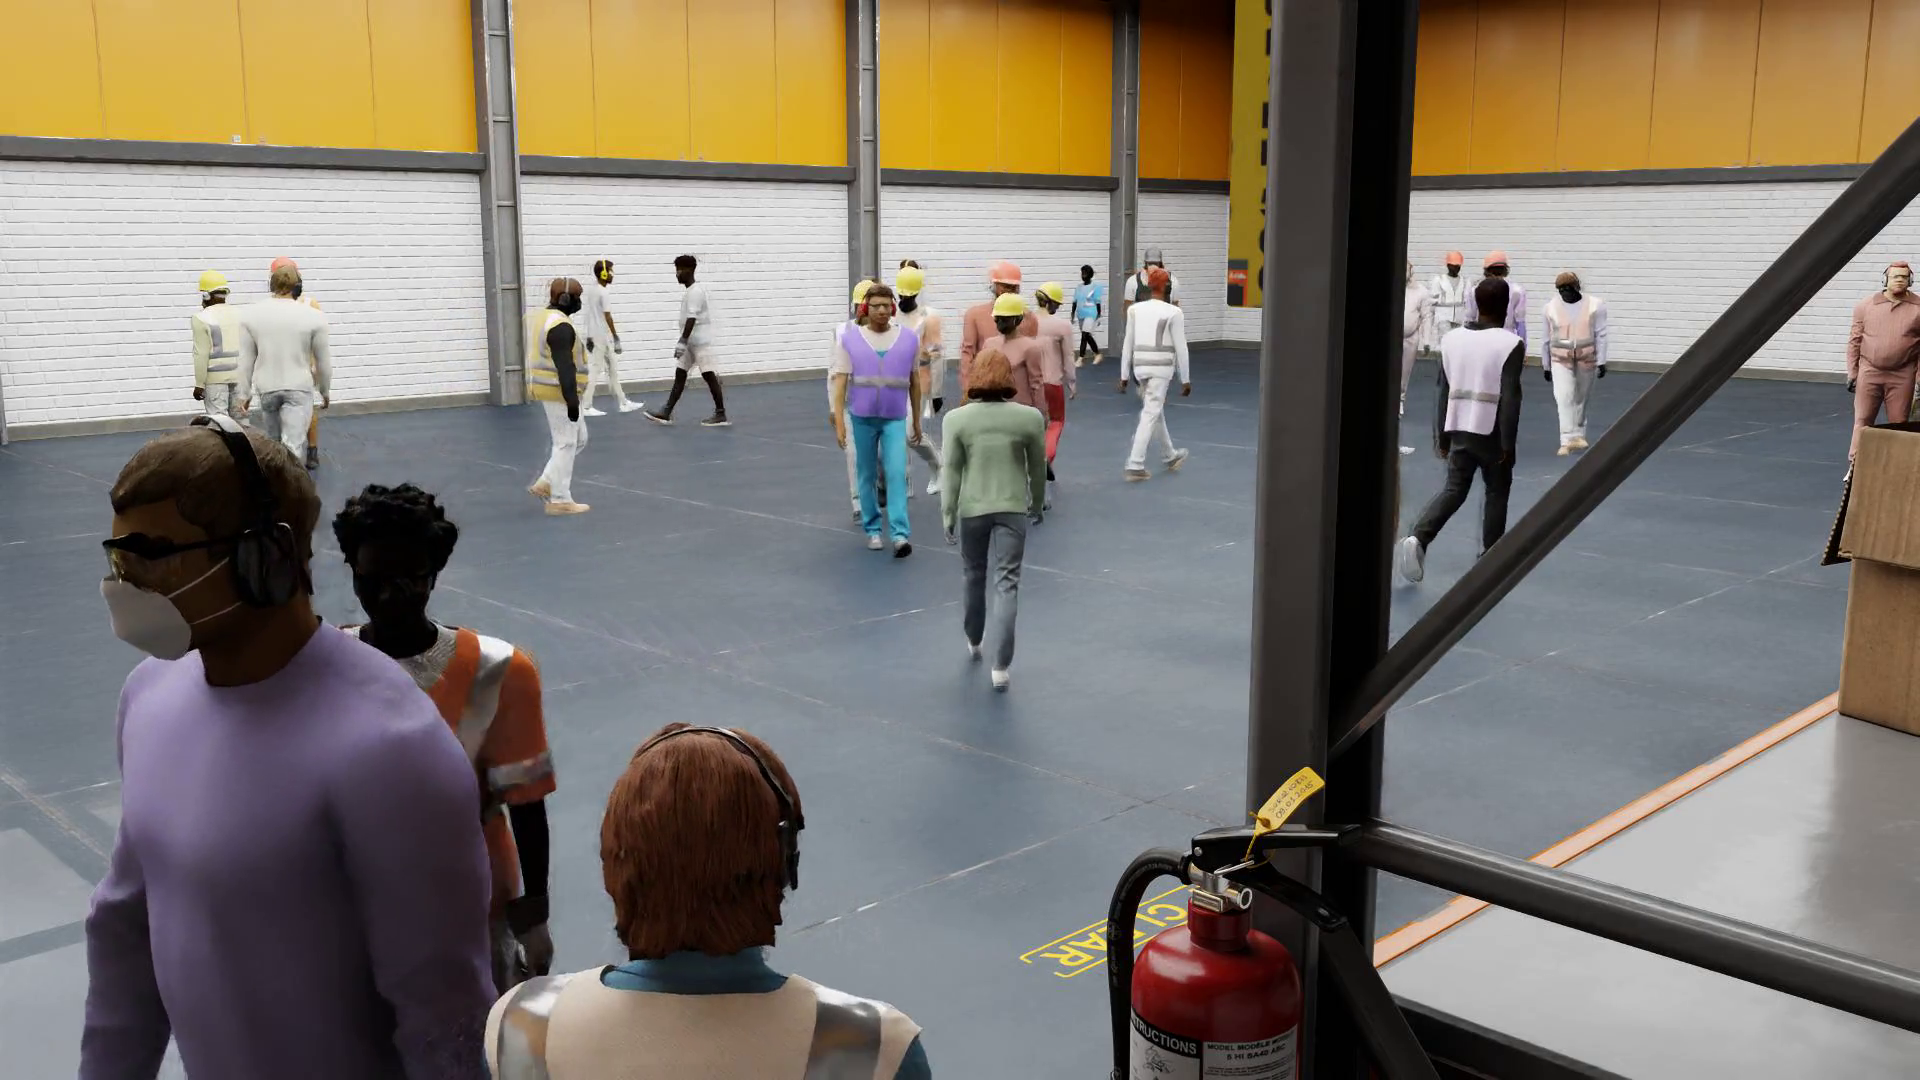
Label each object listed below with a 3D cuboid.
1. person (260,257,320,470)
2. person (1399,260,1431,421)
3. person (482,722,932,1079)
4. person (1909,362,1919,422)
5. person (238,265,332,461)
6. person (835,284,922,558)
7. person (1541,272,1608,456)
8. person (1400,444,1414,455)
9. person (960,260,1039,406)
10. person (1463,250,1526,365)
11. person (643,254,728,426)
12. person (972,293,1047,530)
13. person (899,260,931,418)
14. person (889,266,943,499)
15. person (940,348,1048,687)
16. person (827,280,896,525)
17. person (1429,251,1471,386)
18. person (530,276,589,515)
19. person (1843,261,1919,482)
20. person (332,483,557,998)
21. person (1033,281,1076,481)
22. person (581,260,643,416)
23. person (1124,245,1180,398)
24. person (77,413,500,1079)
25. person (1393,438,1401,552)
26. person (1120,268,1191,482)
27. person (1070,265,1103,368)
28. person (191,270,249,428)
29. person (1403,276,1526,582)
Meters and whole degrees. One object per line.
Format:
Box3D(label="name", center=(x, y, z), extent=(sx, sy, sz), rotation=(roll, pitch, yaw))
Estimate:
Box3D(label="person", center=(-6.091, -1.599, 15.143), extent=(0.545, 1.938, 0.355), rotation=(-1, 10, -4))
Box3D(label="person", center=(5.177, -2.358, 19.517), extent=(0.659, 1.860, 0.980), rotation=(1, 10, 6))
Box3D(label="person", center=(-0.254, 1.004, 1.818), extent=(0.521, 1.616, 0.467), rotation=(1, 10, 5))
Box3D(label="person", center=(8.723, -1.377, 14.905), extent=(0.491, 1.603, 0.802), rotation=(-7, 13, -34))
Box3D(label="person", center=(-5.057, -1.112, 12.585), extent=(0.641, 1.896, 0.928), rotation=(-1, 10, -4))
Box3D(label="person", center=(-0.526, -0.772, 10.987), extent=(0.598, 1.799, 0.926), rotation=(-2, 11, -9))
Box3D(label="person", center=(6.053, -1.750, 16.439), extent=(0.642, 1.790, 0.949), rotation=(3, 11, 18))
Box3D(label="person", center=(3.906, -1.644, 16.084), extent=(0.946, 1.684, 0.490), rotation=(-1, 10, -7))
Box3D(label="person", center=(0.290, -1.191, 12.893), extent=(0.620, 1.958, 0.981), rotation=(-1, 10, -7))
Box3D(label="person", center=(5.555, -2.004, 17.293), extent=(0.611, 1.990, 1.053), rotation=(1, 10, 4))
Box3D(label="person", center=(-3.067, -2.203, 18.512), extent=(0.998, 1.910, 0.611), rotation=(-4, 11, -19))
Box3D(label="person", center=(0.379, -0.956, 12.259), extent=(0.532, 1.711, 0.963), rotation=(10, 14, 44))
Box3D(label="person", center=(-0.635, -2.348, 19.480), extent=(0.717, 1.842, 0.517), rotation=(5, 12, 25))
Box3D(label="person", center=(-0.375, -1.239, 13.312), extent=(0.524, 1.897, 0.667), rotation=(-8, 13, -38))
Box3D(label="person", center=(0.166, -0.128, 8.065), extent=(0.510, 1.590, 0.840), rotation=(0, 10, 3))
Box3D(label="person", center=(-0.693, -1.036, 12.424), extent=(0.596, 1.813, 0.598), rotation=(0, 10, 1))
Box3D(label="person", center=(6.915, -3.070, 23.267), extent=(0.574, 1.896, 0.931), rotation=(-2, 11, -9))
Box3D(label="person", center=(-3.036, -1.095, 12.713), extent=(0.449, 1.821, 0.644), rotation=(-4, 11, -22))
Box3D(label="person", center=(7.956, -1.426, 14.275), extent=(0.641, 1.913, 0.407), rotation=(6, 12, 30))
Box3D(label="person", center=(-1.024, 0.733, 3.095), extent=(0.548, 1.676, 0.603), rotation=(-2, 11, -11))
Box3D(label="person", center=(0.702, -1.341, 14.266), extent=(0.618, 1.734, 0.361), rotation=(3, 11, 15))
Box3D(label="person", center=(-4.152, -2.391, 19.755), extent=(0.897, 1.829, 0.550), rotation=(-5, 12, -27))
Box3D(label="person", center=(2.412, -2.713, 20.935), extent=(0.687, 2.000, 0.769), rotation=(1, 10, 6))
Box3D(label="person", center=(-0.933, 0.805, 2.087), extent=(0.651, 1.912, 0.734), rotation=(10, 14, 43))
Box3D(label="person", center=(1.450, 0.032, 6.270), extent=(0.381, 1.946, 0.786), rotation=(5, 11, 24))
Box3D(label="person", center=(1.775, -1.455, 14.629), extent=(0.987, 1.831, 0.605), rotation=(-10, 14, -44))
Box3D(label="person", center=(2.091, -3.643, 27.057), extent=(0.862, 1.663, 0.534), rotation=(-10, 14, -43))
Box3D(label="person", center=(-6.388, -1.404, 14.370), extent=(0.404, 1.833, 0.590), rotation=(4, 11, 21))
Box3D(label="person", center=(3.119, -0.656, 10.155), extent=(0.840, 1.892, 0.596), rotation=(-7, 13, -35))
